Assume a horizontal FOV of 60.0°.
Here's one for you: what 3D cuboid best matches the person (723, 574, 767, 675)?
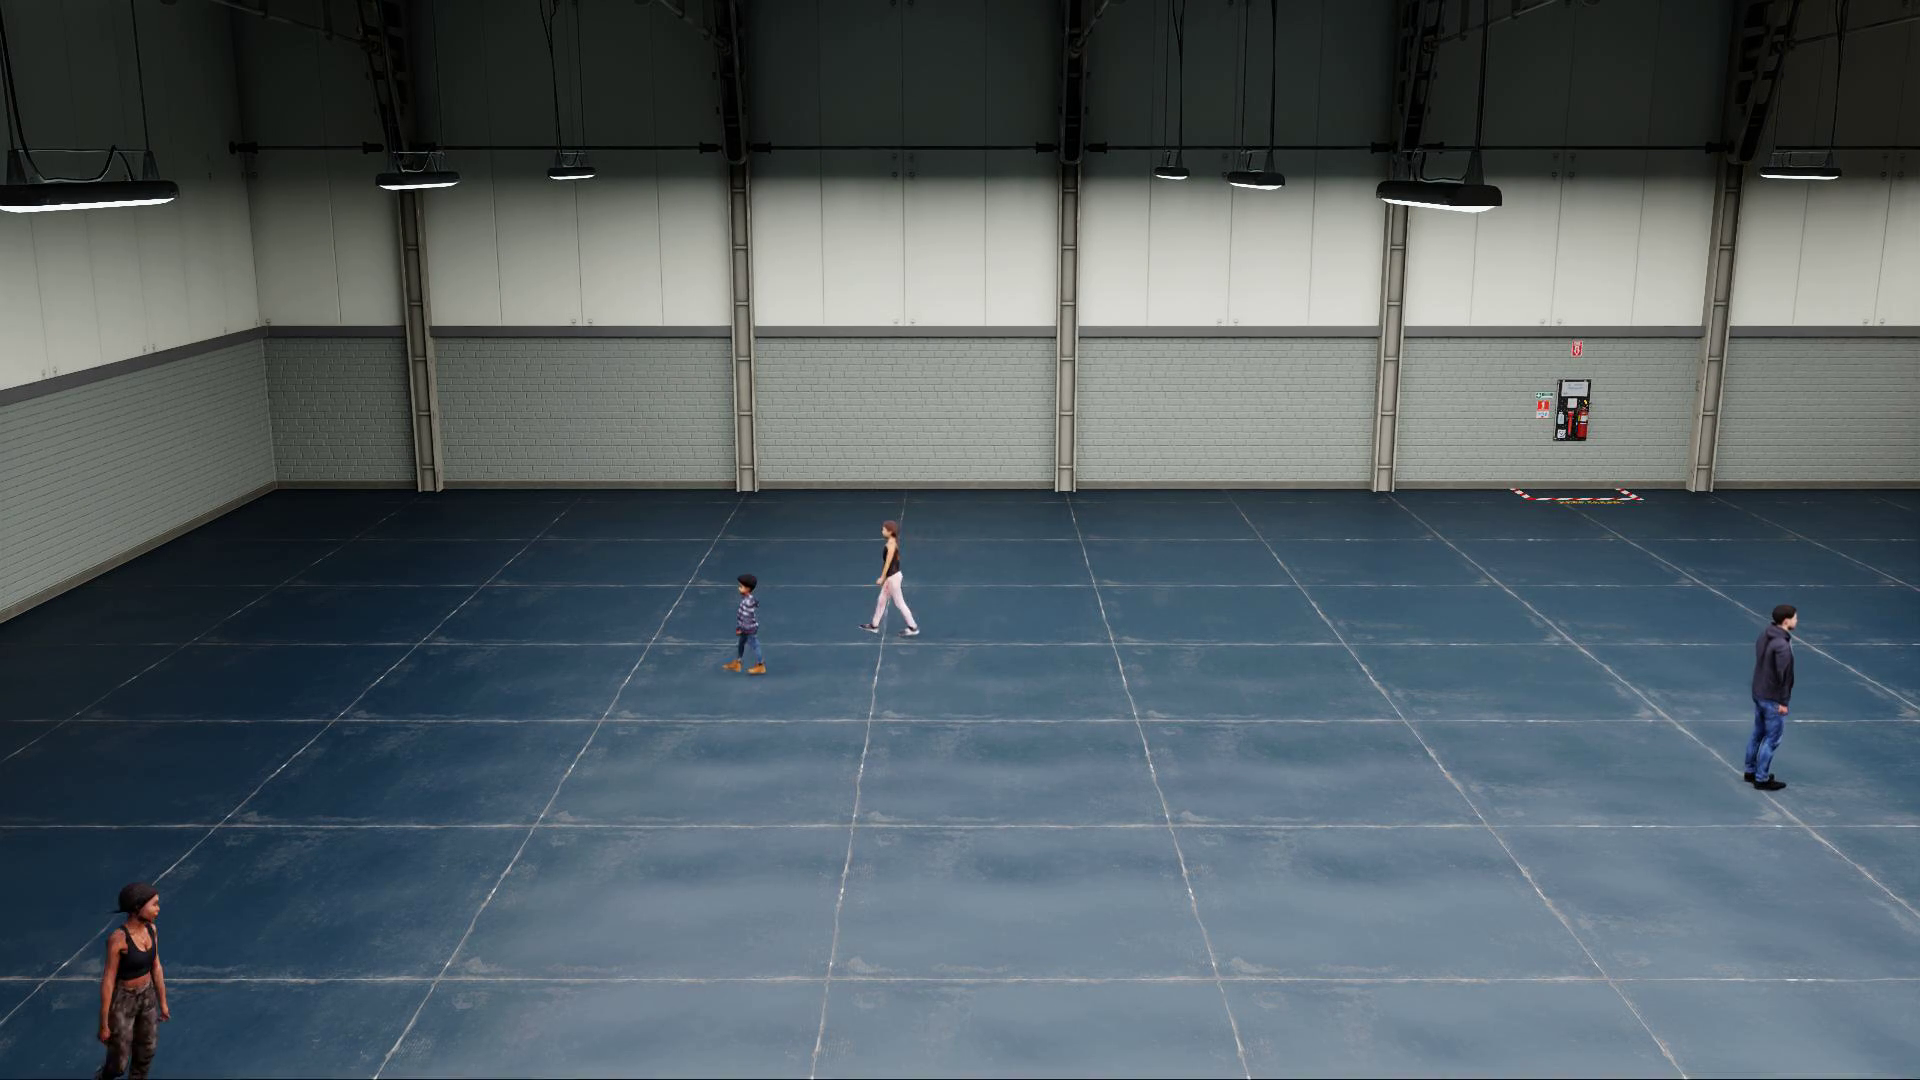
[{"bbox_3d":[-2.509,1.034,20.167,0.772,1.227,0.576,-3,13,-11],"label":"person"}]

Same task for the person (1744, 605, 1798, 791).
[{"bbox_3d":[8.025,1.539,16.522,0.575,1.889,0.676,1,13,3],"label":"person"}]

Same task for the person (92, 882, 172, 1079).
[{"bbox_3d":[-5.340,3.015,10.647,0.878,1.663,0.760,6,14,24],"label":"person"}]

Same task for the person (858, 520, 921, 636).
[{"bbox_3d":[-0.810,0.532,21.684,1.027,1.522,0.546,1,13,3],"label":"person"}]
